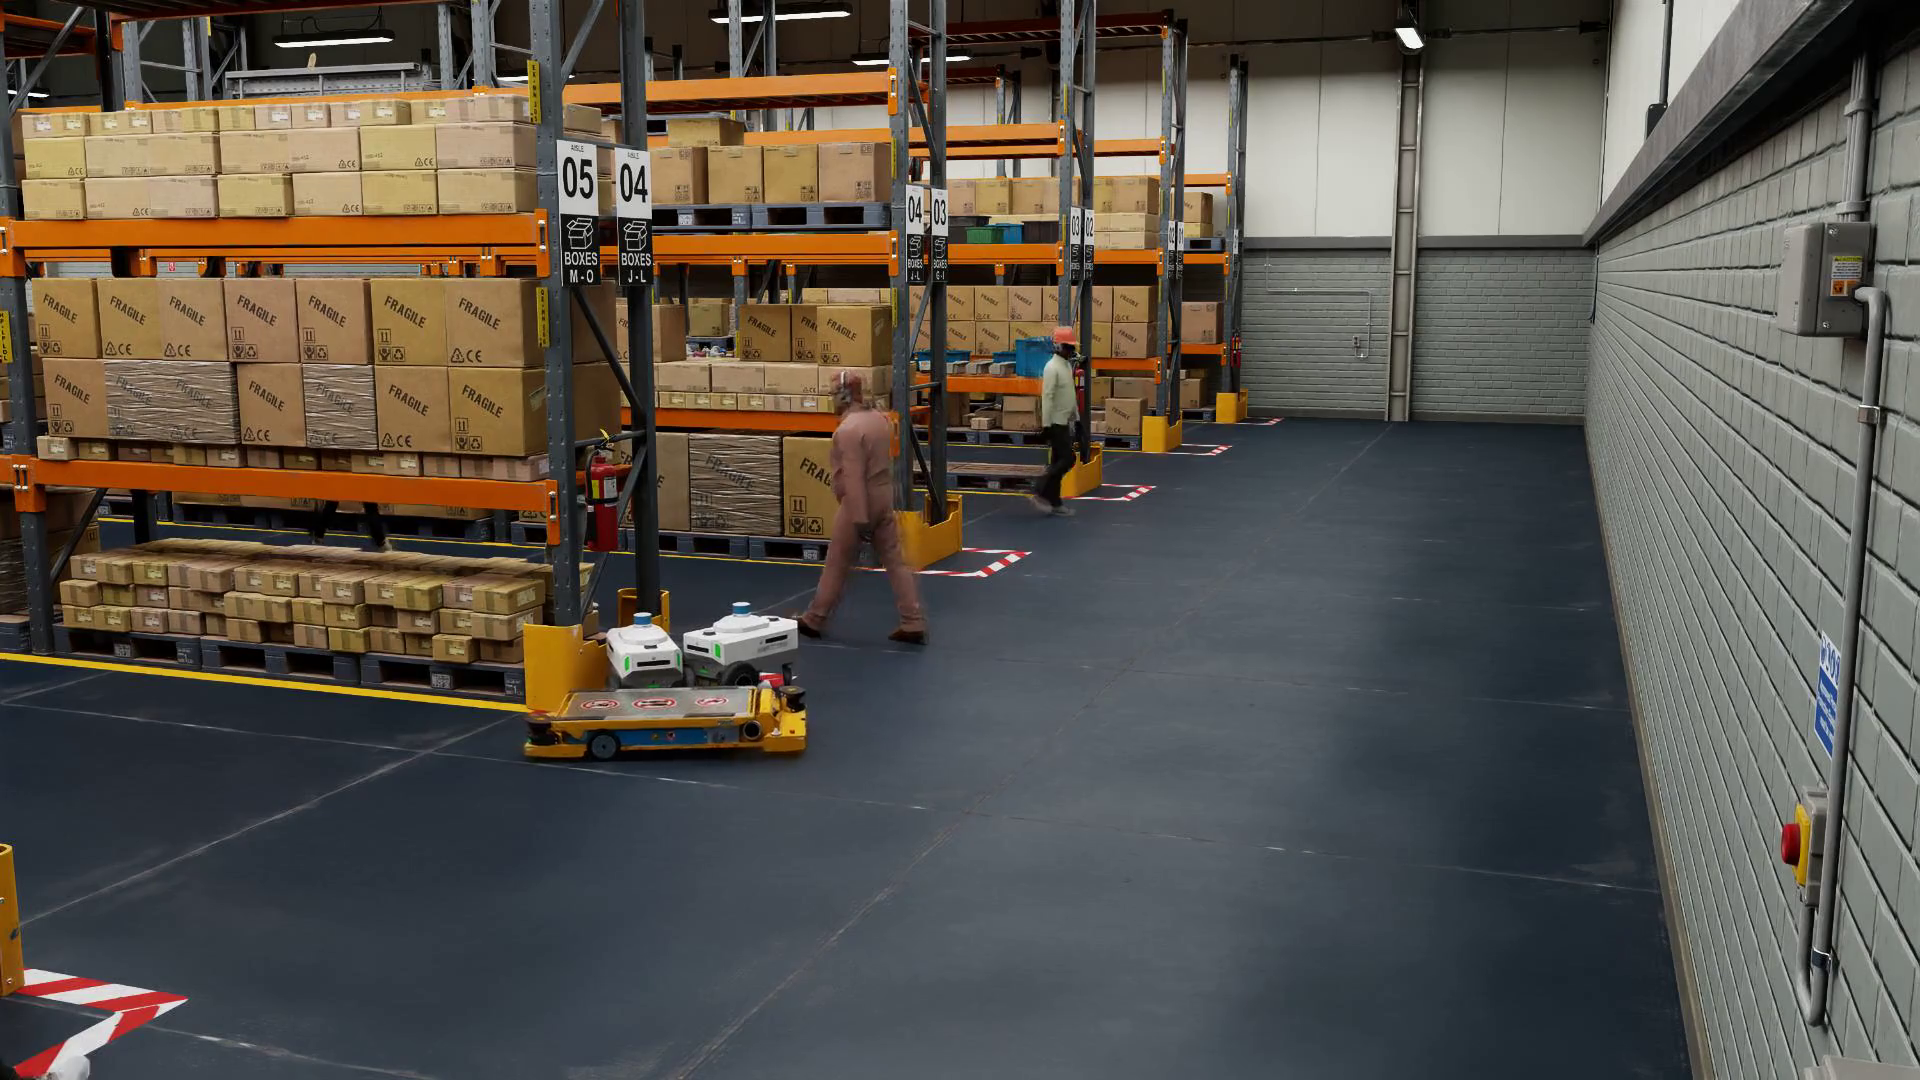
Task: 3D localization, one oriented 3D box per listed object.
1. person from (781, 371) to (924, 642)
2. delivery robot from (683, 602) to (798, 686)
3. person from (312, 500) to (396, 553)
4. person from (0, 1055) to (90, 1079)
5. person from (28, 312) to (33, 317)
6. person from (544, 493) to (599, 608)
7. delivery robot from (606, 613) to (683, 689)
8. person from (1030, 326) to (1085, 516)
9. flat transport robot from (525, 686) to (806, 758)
[{"bbox_3d":[-0.701,-0.218,11.286,1.048,1.839,0.685,4,10,25],"label":"person"},{"bbox_3d":[-1.288,0.612,9.833,0.477,0.478,0.707,7,12,38],"label":"delivery robot"},{"bbox_3d":[-5.335,-0.630,14.499,0.909,1.642,0.533,5,10,27],"label":"person"},{"bbox_3d":[-3.027,0.858,4.572,0.629,1.844,0.976,6,11,35],"label":"person"},{"bbox_3d":[-16.818,-3.191,29.981,0.894,1.807,0.628,6,11,33],"label":"person"},{"bbox_3d":[-2.874,-0.323,12.270,0.317,1.741,0.493,5,10,26],"label":"person"},{"bbox_3d":[-1.815,0.660,9.534,0.477,0.478,0.707,-3,10,-20],"label":"delivery robot"},{"bbox_3d":[1.054,-1.214,17.124,0.444,1.972,0.612,3,9,15],"label":"person"},{"bbox_3d":[-1.542,0.957,8.855,1.431,0.197,0.652,-1,9,-6],"label":"flat transport robot"}]
